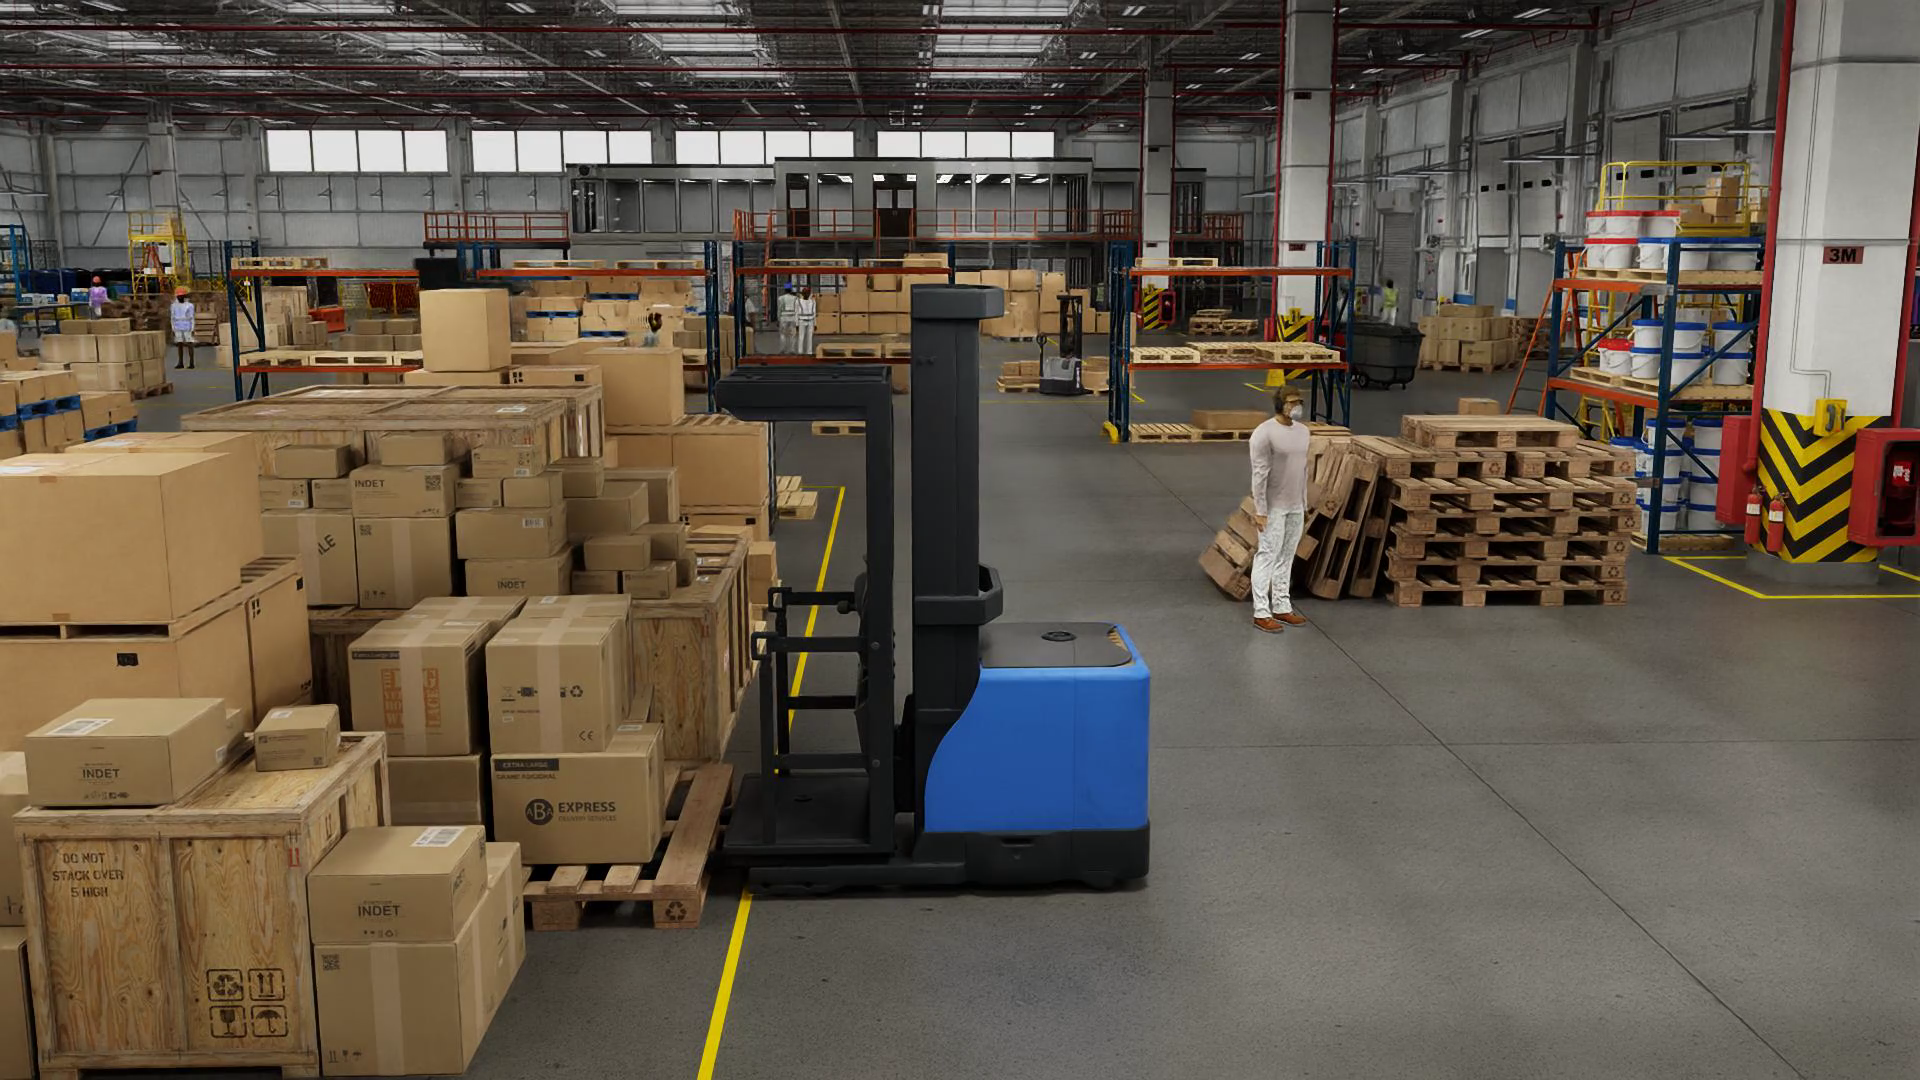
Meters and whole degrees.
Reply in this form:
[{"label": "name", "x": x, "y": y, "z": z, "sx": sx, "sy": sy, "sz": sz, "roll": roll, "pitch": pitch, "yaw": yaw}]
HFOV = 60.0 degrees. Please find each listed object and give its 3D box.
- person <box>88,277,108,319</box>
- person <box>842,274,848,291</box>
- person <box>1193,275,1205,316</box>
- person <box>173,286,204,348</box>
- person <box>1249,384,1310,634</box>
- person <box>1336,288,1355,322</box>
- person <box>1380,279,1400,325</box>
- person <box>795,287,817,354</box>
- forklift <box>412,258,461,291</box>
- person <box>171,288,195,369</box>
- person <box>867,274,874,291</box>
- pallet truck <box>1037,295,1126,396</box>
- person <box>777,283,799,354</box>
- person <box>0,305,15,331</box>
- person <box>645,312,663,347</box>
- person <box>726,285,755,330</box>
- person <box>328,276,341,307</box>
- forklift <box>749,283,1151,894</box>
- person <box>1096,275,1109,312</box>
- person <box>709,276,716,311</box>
[{"label": "person", "x": -28.228, "y": -7.666, "z": 54.447, "sx": 0.552, "sy": 1.885, "sz": 0.982, "roll": 0, "pitch": 10, "yaw": 2}, {"label": "person", "x": -3.866, "y": -8.127, "z": 56.759, "sx": 0.432, "sy": 1.977, "sz": 0.651, "roll": -2, "pitch": 10, "yaw": -12}, {"label": "person", "x": 9.279, "y": -9.460, "z": 64.565, "sx": 0.507, "sy": 1.846, "sz": 0.343, "roll": 6, "pitch": 12, "yaw": 31}, {"label": "person", "x": -22.163, "y": -6.370, "z": 47.551, "sx": 0.927, "sy": 1.783, "sz": 0.589, "roll": 0, "pitch": 10, "yaw": 1}, {"label": "person", "x": 2.516, "y": -0.252, "z": 13.007, "sx": 0.630, "sy": 1.940, "sz": 0.372, "roll": -9, "pitch": 14, "yaw": -41}, {"label": "person", "x": 10.003, "y": -5.644, "z": 43.311, "sx": 0.506, "sy": 1.846, "sz": 0.447, "roll": 4, "pitch": 11, "yaw": 21}, {"label": "person", "x": 14.237, "y": -7.754, "z": 55.168, "sx": 0.643, "sy": 1.821, "sz": 0.670, "roll": 0, "pitch": 10, "yaw": -2}, {"label": "person", "x": -3.920, "y": -5.494, "z": 42.357, "sx": 0.573, "sy": 1.887, "sz": 0.356, "roll": -6, "pitch": 12, "yaw": -28}, {"label": "forklift", "x": -6.606, "y": -2.203, "z": 21.251, "sx": 1.873, "sy": 2.768, "sz": 1.129, "roll": 0, "pitch": 10, "yaw": -2}, {"label": "person", "x": -18.601, "y": -5.063, "z": 39.813, "sx": 0.544, "sy": 1.939, "sz": 0.355, "roll": -1, "pitch": 10, "yaw": -4}, {"label": "person", "x": -3.316, "y": -8.483, "z": 58.912, "sx": 0.539, "sy": 1.929, "sz": 0.394, "roll": -4, "pitch": 11, "yaw": -20}, {"label": "pallet truck", "x": 2.483, "y": -3.881, "z": 33.060, "sx": 1.885, "sy": 1.965, "sz": 0.823, "roll": -7, "pitch": 13, "yaw": -36}, {"label": "person", "x": -4.592, "y": -5.884, "z": 44.364, "sx": 0.607, "sy": 1.947, "sz": 0.390, "roll": -5, "pitch": 11, "yaw": -26}, {"label": "person", "x": -18.093, "y": -3.555, "z": 31.365, "sx": 0.624, "sy": 1.951, "sz": 0.504, "roll": 0, "pitch": 10, "yaw": -1}, {"label": "person", "x": -5.135, "y": -2.880, "z": 27.880, "sx": 0.432, "sy": 1.859, "sz": 0.509, "roll": -1, "pitch": 10, "yaw": -3}, {"label": "person", "x": -5.348, "y": -5.192, "z": 40.246, "sx": 0.718, "sy": 2.000, "sz": 0.545, "roll": 5, "pitch": 11, "yaw": 24}, {"label": "person", "x": -25.293, "y": -9.886, "z": 67.320, "sx": 0.498, "sy": 1.710, "sz": 0.852, "roll": -1, "pitch": 10, "yaw": -6}, {"label": "forklift", "x": -0.056, "y": 0.174, "z": 8.009, "sx": 1.873, "sy": 2.768, "sz": 1.129, "roll": 0, "pitch": 10, "yaw": -2}, {"label": "person", "x": 4.949, "y": -8.271, "z": 57.802, "sx": 0.406, "sy": 1.903, "sz": 0.583, "roll": -6, "pitch": 12, "yaw": -31}, {"label": "person", "x": -8.461, "y": -8.059, "z": 56.745, "sx": 0.455, "sy": 1.854, "sz": 0.572, "roll": -2, "pitch": 10, "yaw": -12}]
